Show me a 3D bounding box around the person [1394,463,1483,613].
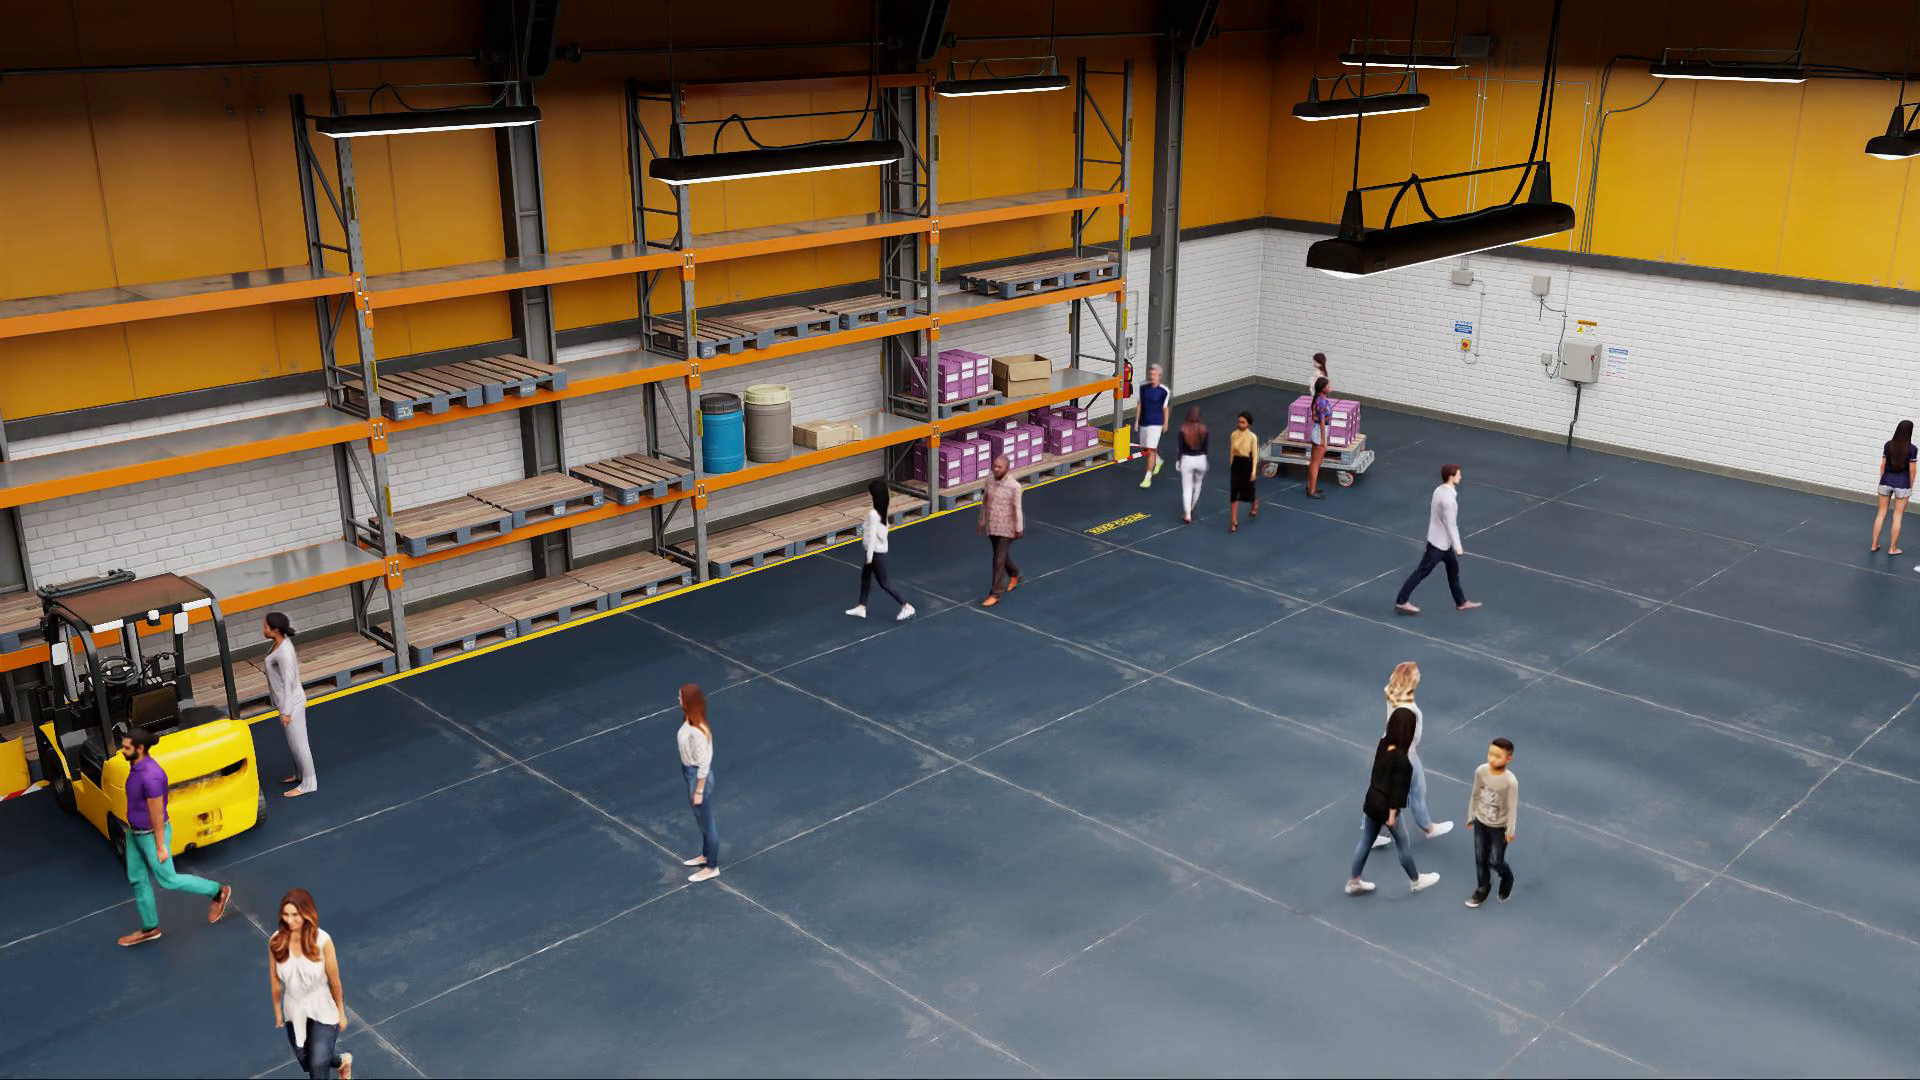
[{"bbox_3d":[5.475,0.027,19.301,1.208,1.794,1.268,3,19,9],"label":"person"}]

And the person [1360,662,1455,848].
[{"bbox_3d":[3.611,1.846,14.061,1.147,1.692,0.989,-4,19,-11],"label":"person"}]

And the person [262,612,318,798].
[{"bbox_3d":[-6.094,1.467,15.117,0.652,1.736,0.704,-9,20,-24],"label":"person"}]

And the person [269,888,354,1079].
[{"bbox_3d":[-4.089,2.977,10.587,0.976,1.765,1.084,2,19,5],"label":"person"}]

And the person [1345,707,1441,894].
[{"bbox_3d":[3.347,2.132,13.348,1.049,1.603,0.837,-6,19,-16],"label":"person"}]

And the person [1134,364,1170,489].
[{"bbox_3d":[2.841,-1.704,24.423,0.770,1.806,1.189,13,22,33],"label":"person"}]

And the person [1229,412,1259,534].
[{"bbox_3d":[3.863,-0.926,22.414,0.744,1.614,1.106,11,21,29],"label":"person"}]

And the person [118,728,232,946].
[{"bbox_3d":[-6.106,2.252,12.776,1.050,1.742,0.640,-17,25,-41],"label":"person"}]

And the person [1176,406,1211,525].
[{"bbox_3d":[3.213,-1.014,22.729,0.934,1.578,0.988,-1,19,-3],"label":"person"}]

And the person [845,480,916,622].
[{"bbox_3d":[-0.874,0.159,19.112,1.074,1.665,1.100,3,19,8],"label":"person"}]

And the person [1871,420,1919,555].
[{"bbox_3d":[12.072,-0.690,21.473,0.516,1.767,0.569,-16,25,-40],"label":"person"}]

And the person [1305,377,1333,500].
[{"bbox_3d":[5.149,-1.478,23.849,0.728,1.744,0.650,2,19,5],"label":"person"}]

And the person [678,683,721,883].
[{"bbox_3d":[-2.134,1.963,13.657,0.662,1.728,0.649,-4,19,-13],"label":"person"}]

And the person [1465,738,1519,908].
[{"bbox_3d":[4.292,2.239,13.267,0.665,1.453,0.565,-15,23,-37],"label":"person"}]

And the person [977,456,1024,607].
[{"bbox_3d":[0.539,-0.170,19.881,0.689,1.797,1.138,16,24,40],"label":"person"}]

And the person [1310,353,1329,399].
[{"bbox_3d":[5.665,-2.099,25.875,0.751,1.627,0.687,5,19,15],"label":"person"}]
